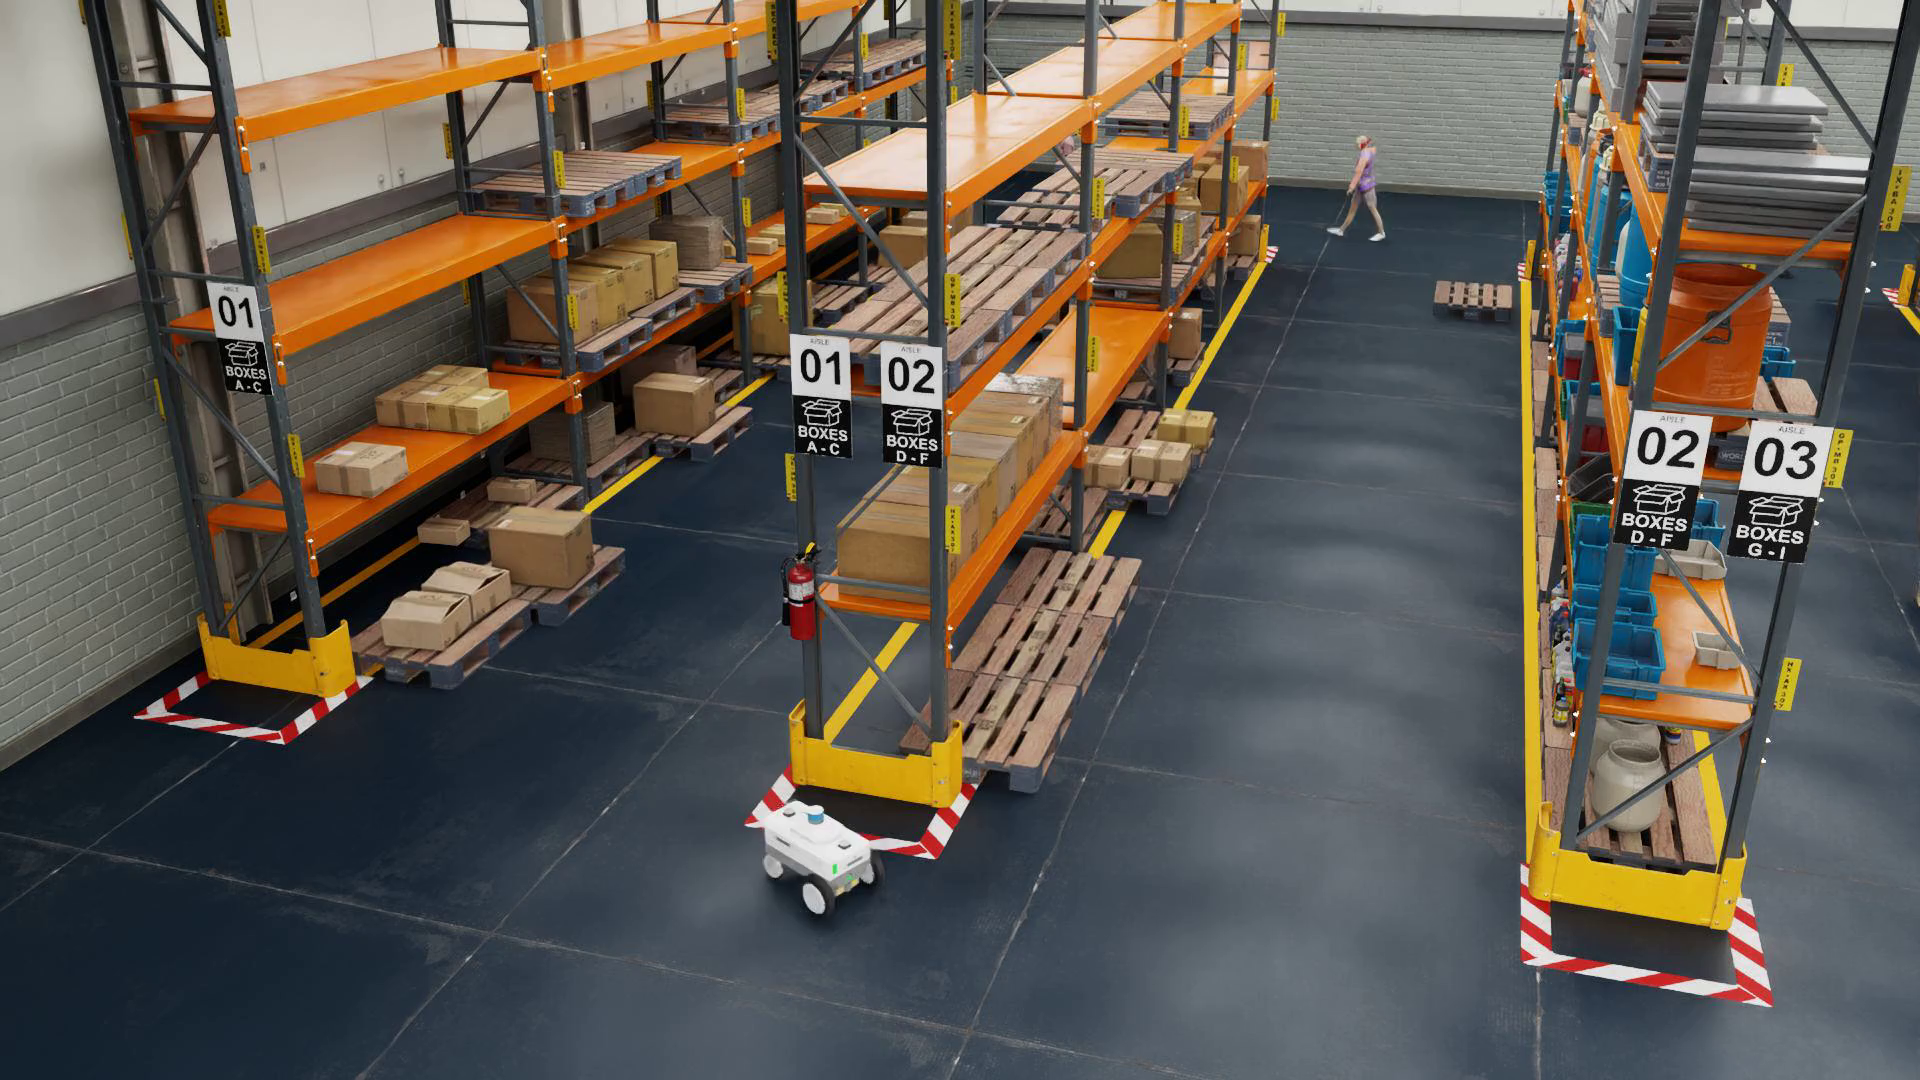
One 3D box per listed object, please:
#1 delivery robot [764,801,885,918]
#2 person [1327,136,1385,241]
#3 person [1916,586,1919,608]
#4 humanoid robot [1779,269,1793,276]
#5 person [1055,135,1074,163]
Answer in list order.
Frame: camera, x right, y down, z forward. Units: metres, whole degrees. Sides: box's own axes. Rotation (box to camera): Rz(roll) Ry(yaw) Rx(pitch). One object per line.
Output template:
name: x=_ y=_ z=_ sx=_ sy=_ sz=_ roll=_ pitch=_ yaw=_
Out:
delivery robot: x=-0.874 y=1.944 z=10.325 sx=0.814 sy=0.611 sz=0.499 roll=21 pitch=31 yaw=40
person: x=6.367 y=-5.557 z=26.321 sx=0.934 sy=1.630 sz=0.499 roll=6 pitch=24 yaw=13
person: x=8.148 y=-0.074 z=13.476 sx=0.525 sy=1.750 sz=0.572 roll=4 pitch=24 yaw=10
humanoid robot: x=11.881 y=-4.656 z=24.254 sx=0.612 sy=1.620 sz=0.767 roll=-20 pitch=30 yaw=-38
person: x=1.701 y=-5.928 z=26.985 sx=0.328 sy=1.800 sz=0.540 roll=1 pitch=23 yaw=3
